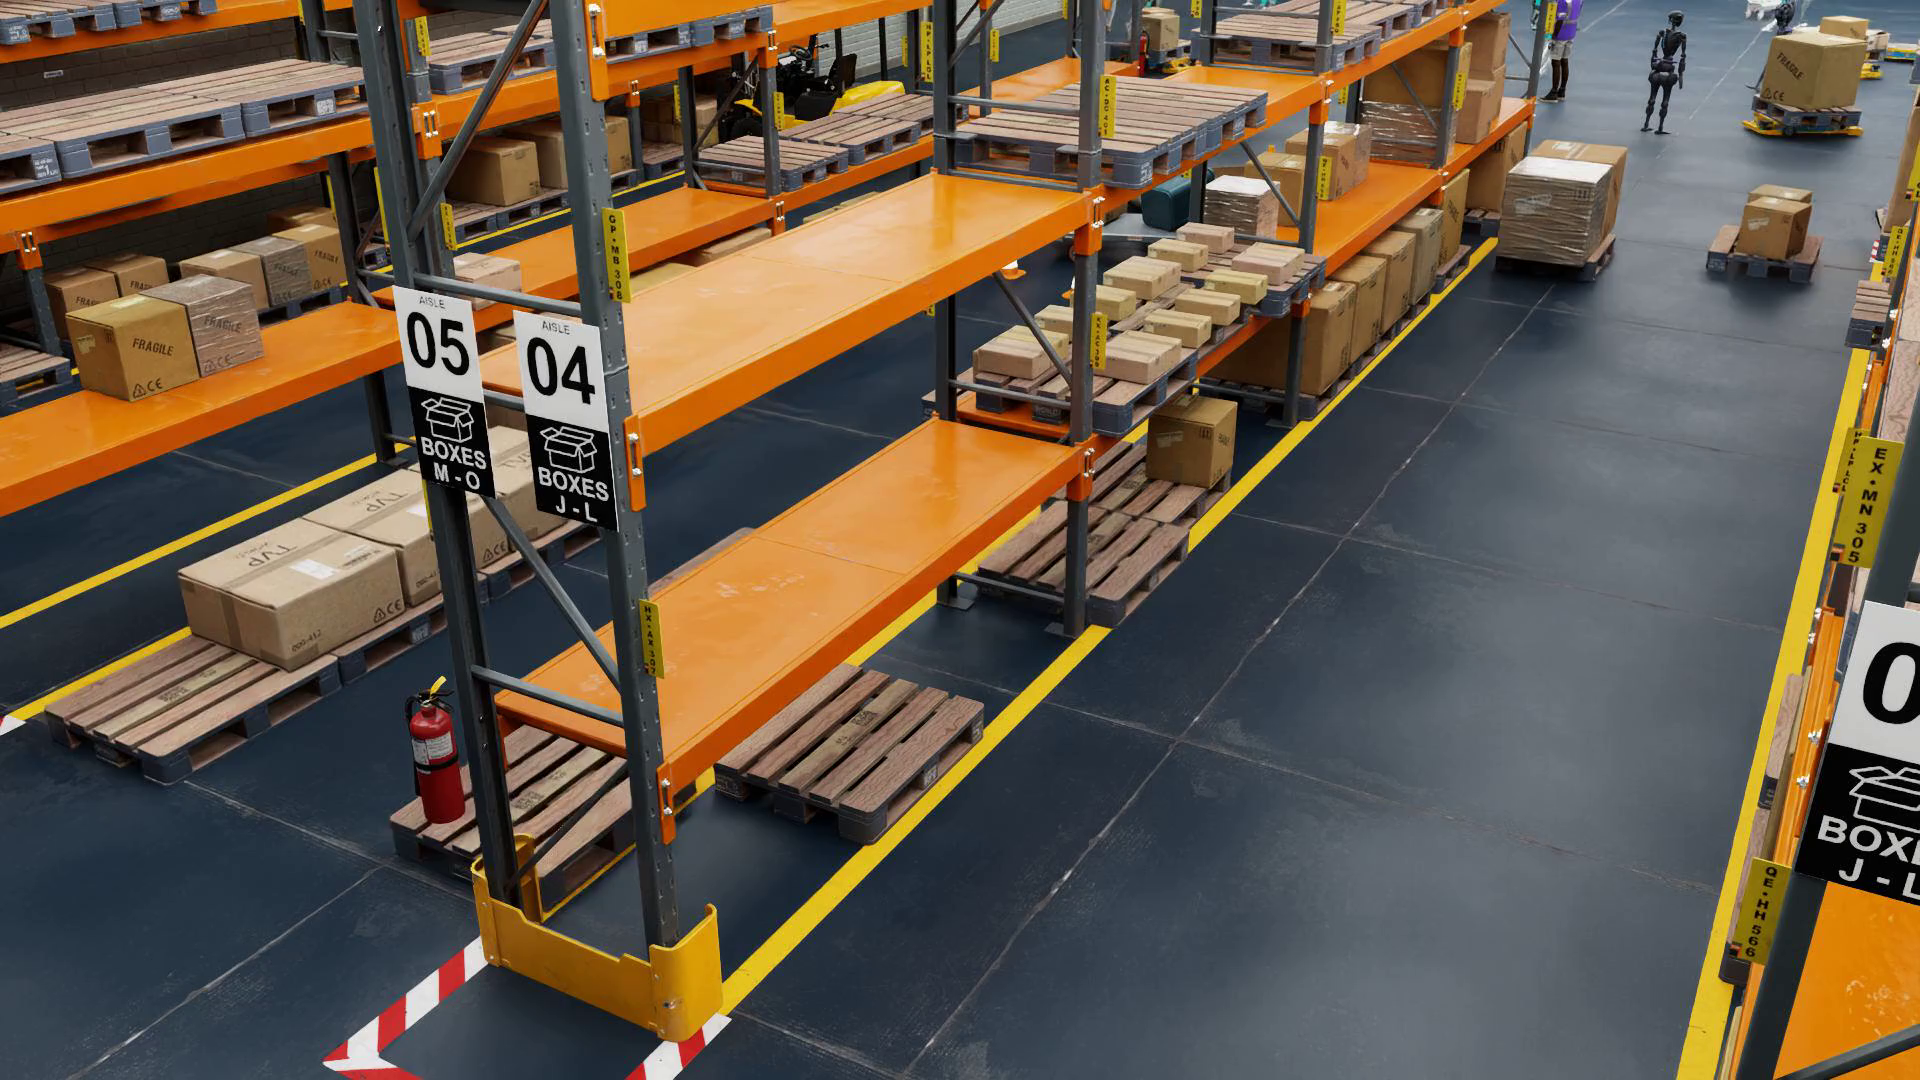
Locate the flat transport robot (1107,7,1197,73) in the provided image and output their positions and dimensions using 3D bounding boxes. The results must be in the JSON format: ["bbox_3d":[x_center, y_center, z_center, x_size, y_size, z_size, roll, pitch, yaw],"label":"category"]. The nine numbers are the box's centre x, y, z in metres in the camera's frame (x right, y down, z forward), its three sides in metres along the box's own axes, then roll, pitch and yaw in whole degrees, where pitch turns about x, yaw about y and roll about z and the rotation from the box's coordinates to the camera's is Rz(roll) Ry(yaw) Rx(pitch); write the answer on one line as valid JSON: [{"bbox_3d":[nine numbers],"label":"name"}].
[{"bbox_3d":[3.261,-8.110,28.194,1.431,0.231,0.659,19,32,34],"label":"flat transport robot"}]

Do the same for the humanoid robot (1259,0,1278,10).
[{"bbox_3d":[5.949,-10.529,31.586,0.658,1.847,0.545,15,29,28],"label":"humanoid robot"}]

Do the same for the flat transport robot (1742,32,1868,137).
[{"bbox_3d":[11.958,-5.893,23.586,1.431,0.231,0.659,0,26,0],"label":"flat transport robot"}]

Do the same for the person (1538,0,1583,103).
[{"bbox_3d":[9.180,-7.686,25.359,0.612,1.962,0.361,-22,33,-38],"label":"person"}]

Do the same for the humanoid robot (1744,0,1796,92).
[{"bbox_3d":[12.753,-7.777,25.910,0.710,1.632,0.600,10,27,19],"label":"humanoid robot"}]

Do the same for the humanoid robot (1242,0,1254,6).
[{"bbox_3d":[6.066,-11.888,34.483,0.705,1.912,0.546,-5,26,-10],"label":"humanoid robot"}]

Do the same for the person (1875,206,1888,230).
[{"bbox_3d":[10.590,-4.196,18.349,0.526,1.746,0.534,11,28,21],"label":"person"}]

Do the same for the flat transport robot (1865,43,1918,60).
[{"bbox_3d":[16.455,-8.484,28.971,1.431,0.231,0.659,11,28,21],"label":"flat transport robot"}]

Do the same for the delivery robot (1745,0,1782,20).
[{"bbox_3d":[16.136,-10.725,33.314,0.807,0.609,0.499,-16,30,-29],"label":"delivery robot"}]

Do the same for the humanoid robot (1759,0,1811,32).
[{"bbox_3d":[15.799,-10.457,31.437,1.023,1.764,0.546,2,26,5],"label":"humanoid robot"}]

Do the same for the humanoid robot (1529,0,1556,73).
[{"bbox_3d":[9.714,-8.544,27.281,0.725,1.693,0.535,-10,27,-19],"label":"humanoid robot"}]

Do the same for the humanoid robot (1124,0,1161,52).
[{"bbox_3d":[3.169,-9.308,29.026,0.907,1.773,0.583,-1,26,-2],"label":"humanoid robot"}]

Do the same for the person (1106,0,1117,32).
[{"bbox_3d":[2.896,-10.547,31.383,0.644,1.898,0.622,-1,26,-1],"label":"person"}]

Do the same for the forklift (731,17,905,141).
[{"bbox_3d":[-1.819,-5.975,21.543,2.313,2.155,1.214,14,29,26],"label":"forklift"}]

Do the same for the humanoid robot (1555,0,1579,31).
[{"bbox_3d":[11.500,-10.550,31.703,0.593,1.625,0.812,-20,32,-36],"label":"humanoid robot"}]

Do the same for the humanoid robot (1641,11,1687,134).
[{"bbox_3d":[9.910,-6.582,23.378,0.315,1.657,0.599,-12,28,-23],"label":"humanoid robot"}]

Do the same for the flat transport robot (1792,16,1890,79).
[{"bbox_3d":[14.633,-7.947,27.855,0.659,0.231,1.431,-11,28,-22],"label":"flat transport robot"}]

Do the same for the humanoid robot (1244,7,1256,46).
[{"bbox_3d":[4.156,-6.766,23.784,0.601,1.646,0.416,16,30,30],"label":"humanoid robot"}]
